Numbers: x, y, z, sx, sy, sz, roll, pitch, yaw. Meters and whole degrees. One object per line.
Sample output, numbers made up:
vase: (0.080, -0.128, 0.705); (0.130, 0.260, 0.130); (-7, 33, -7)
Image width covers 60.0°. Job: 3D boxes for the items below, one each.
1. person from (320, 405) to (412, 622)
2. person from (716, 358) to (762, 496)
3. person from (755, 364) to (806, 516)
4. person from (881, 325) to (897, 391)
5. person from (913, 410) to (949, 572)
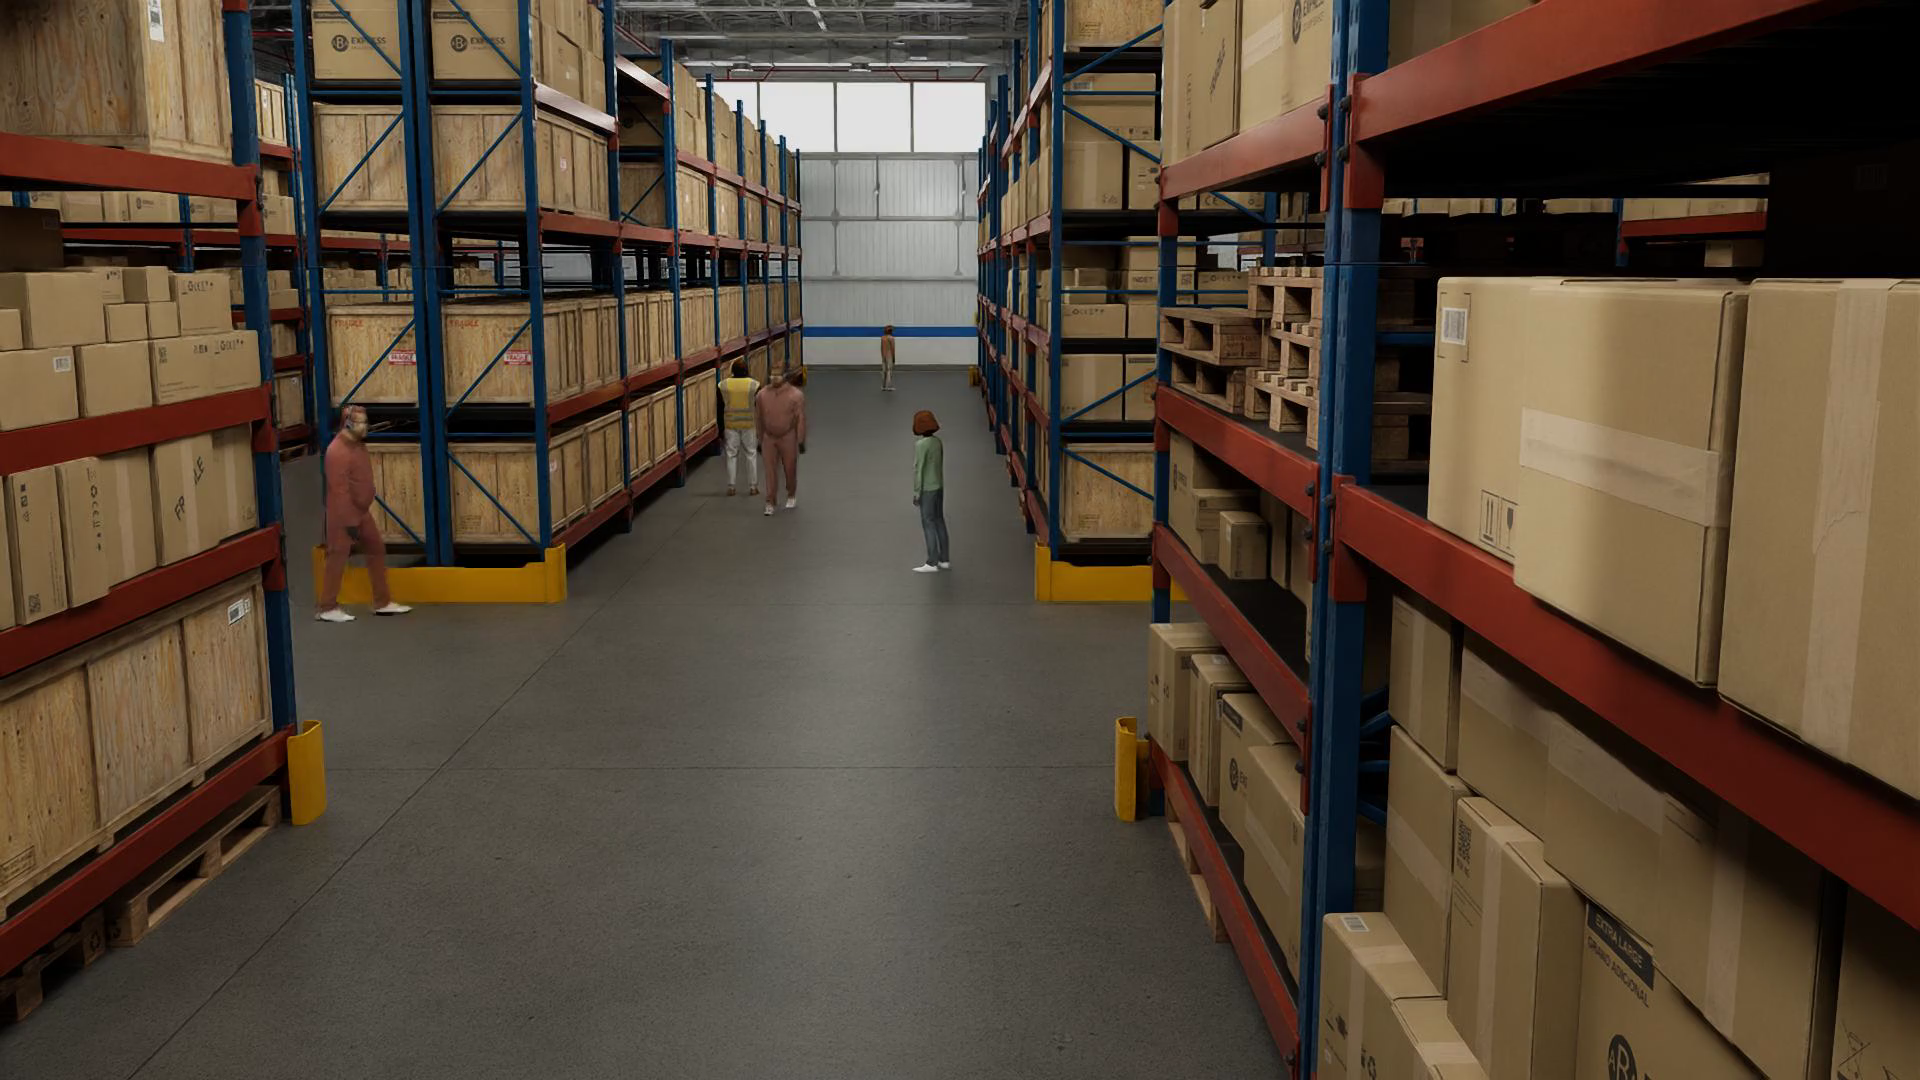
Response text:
person: (-5.146, -0.219, 14.299); (0.857, 1.866, 0.658); (0, 9, -1)
person: (-2.938, -1.509, 22.288); (0.633, 1.841, 0.429); (-1, 9, -5)
person: (-2.239, -1.273, 20.790); (0.654, 1.866, 0.969); (1, 9, 5)
person: (-1.789, -4.531, 41.439); (0.312, 1.636, 0.520); (-7, 12, -37)
person: (-0.313, -0.488, 16.712); (0.318, 1.622, 0.514); (4, 10, 25)
